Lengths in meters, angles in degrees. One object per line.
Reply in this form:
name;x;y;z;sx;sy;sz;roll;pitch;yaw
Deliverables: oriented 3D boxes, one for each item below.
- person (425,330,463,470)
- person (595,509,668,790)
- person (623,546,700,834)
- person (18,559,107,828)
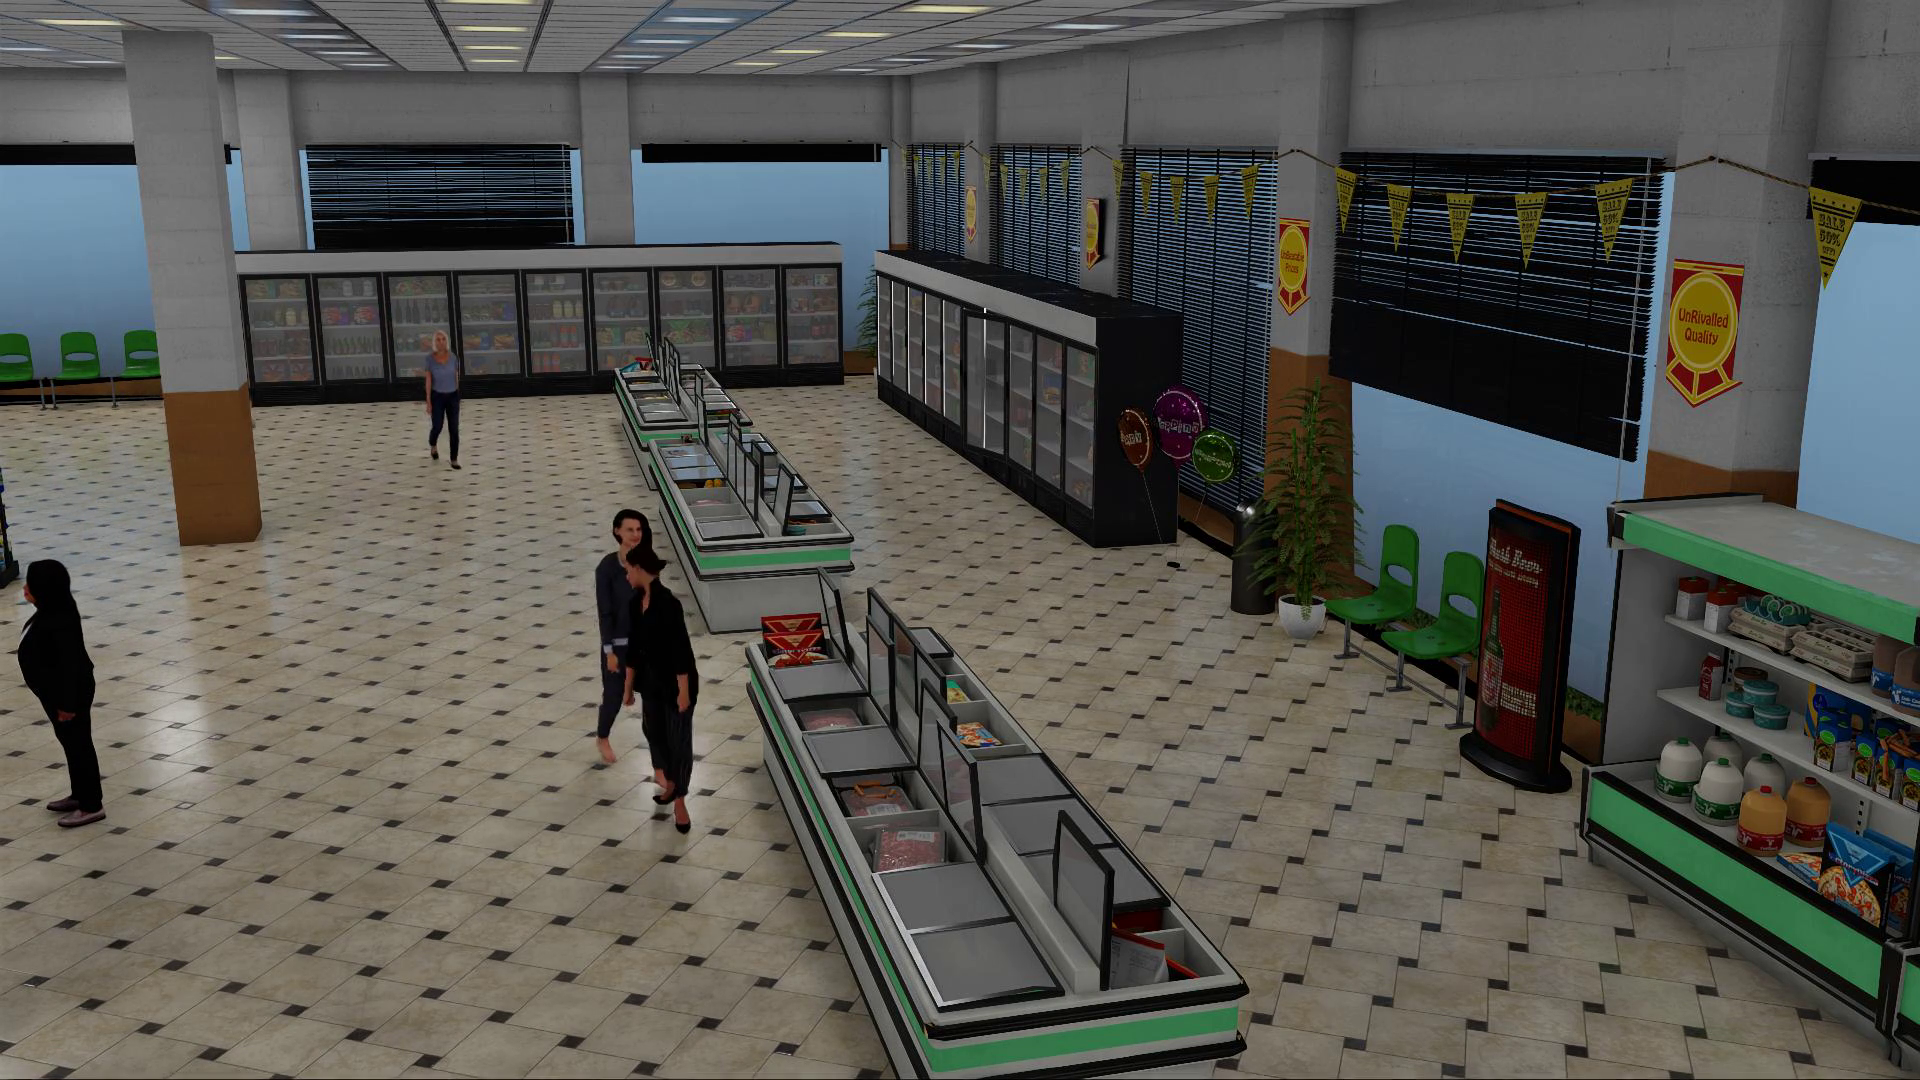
person;-6.393;-1.733;20.530;0.785;1.700;1.088;-9;16;-31
person;-2.144;0.673;10.537;0.850;1.734;1.192;-9;16;-32
person;-1.686;0.877;9.785;0.744;1.693;0.870;7;15;27
person;-5.315;0.892;9.884;0.800;1.616;0.688;-10;17;-36
